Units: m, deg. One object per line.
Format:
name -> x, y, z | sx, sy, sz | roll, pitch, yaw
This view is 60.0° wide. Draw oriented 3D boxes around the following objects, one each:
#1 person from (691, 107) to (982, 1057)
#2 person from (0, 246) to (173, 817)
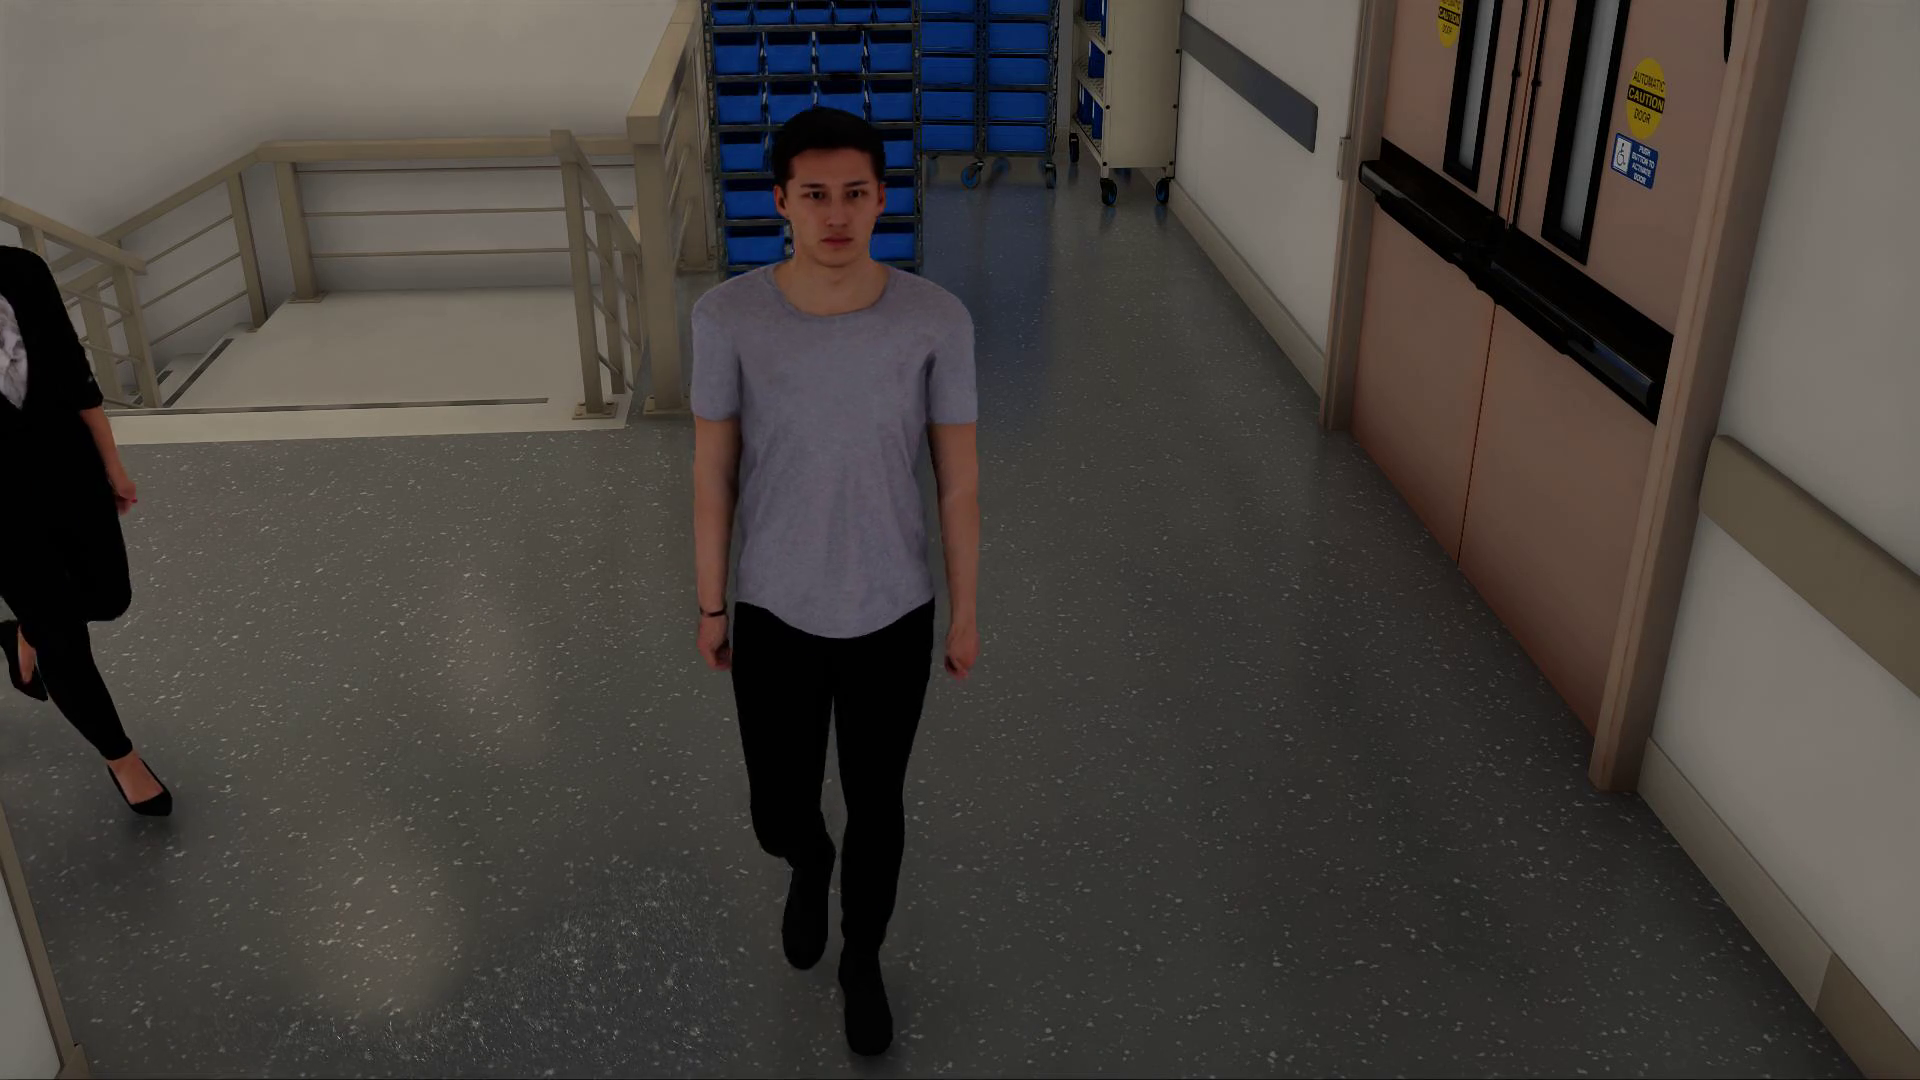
person -> -0.240, 0.098, 3.189 | 0.677, 1.855, 0.699 | -2, 26, -4
person -> -2.213, -0.102, 3.862 | 0.996, 1.632, 0.974 | 14, 29, 27
